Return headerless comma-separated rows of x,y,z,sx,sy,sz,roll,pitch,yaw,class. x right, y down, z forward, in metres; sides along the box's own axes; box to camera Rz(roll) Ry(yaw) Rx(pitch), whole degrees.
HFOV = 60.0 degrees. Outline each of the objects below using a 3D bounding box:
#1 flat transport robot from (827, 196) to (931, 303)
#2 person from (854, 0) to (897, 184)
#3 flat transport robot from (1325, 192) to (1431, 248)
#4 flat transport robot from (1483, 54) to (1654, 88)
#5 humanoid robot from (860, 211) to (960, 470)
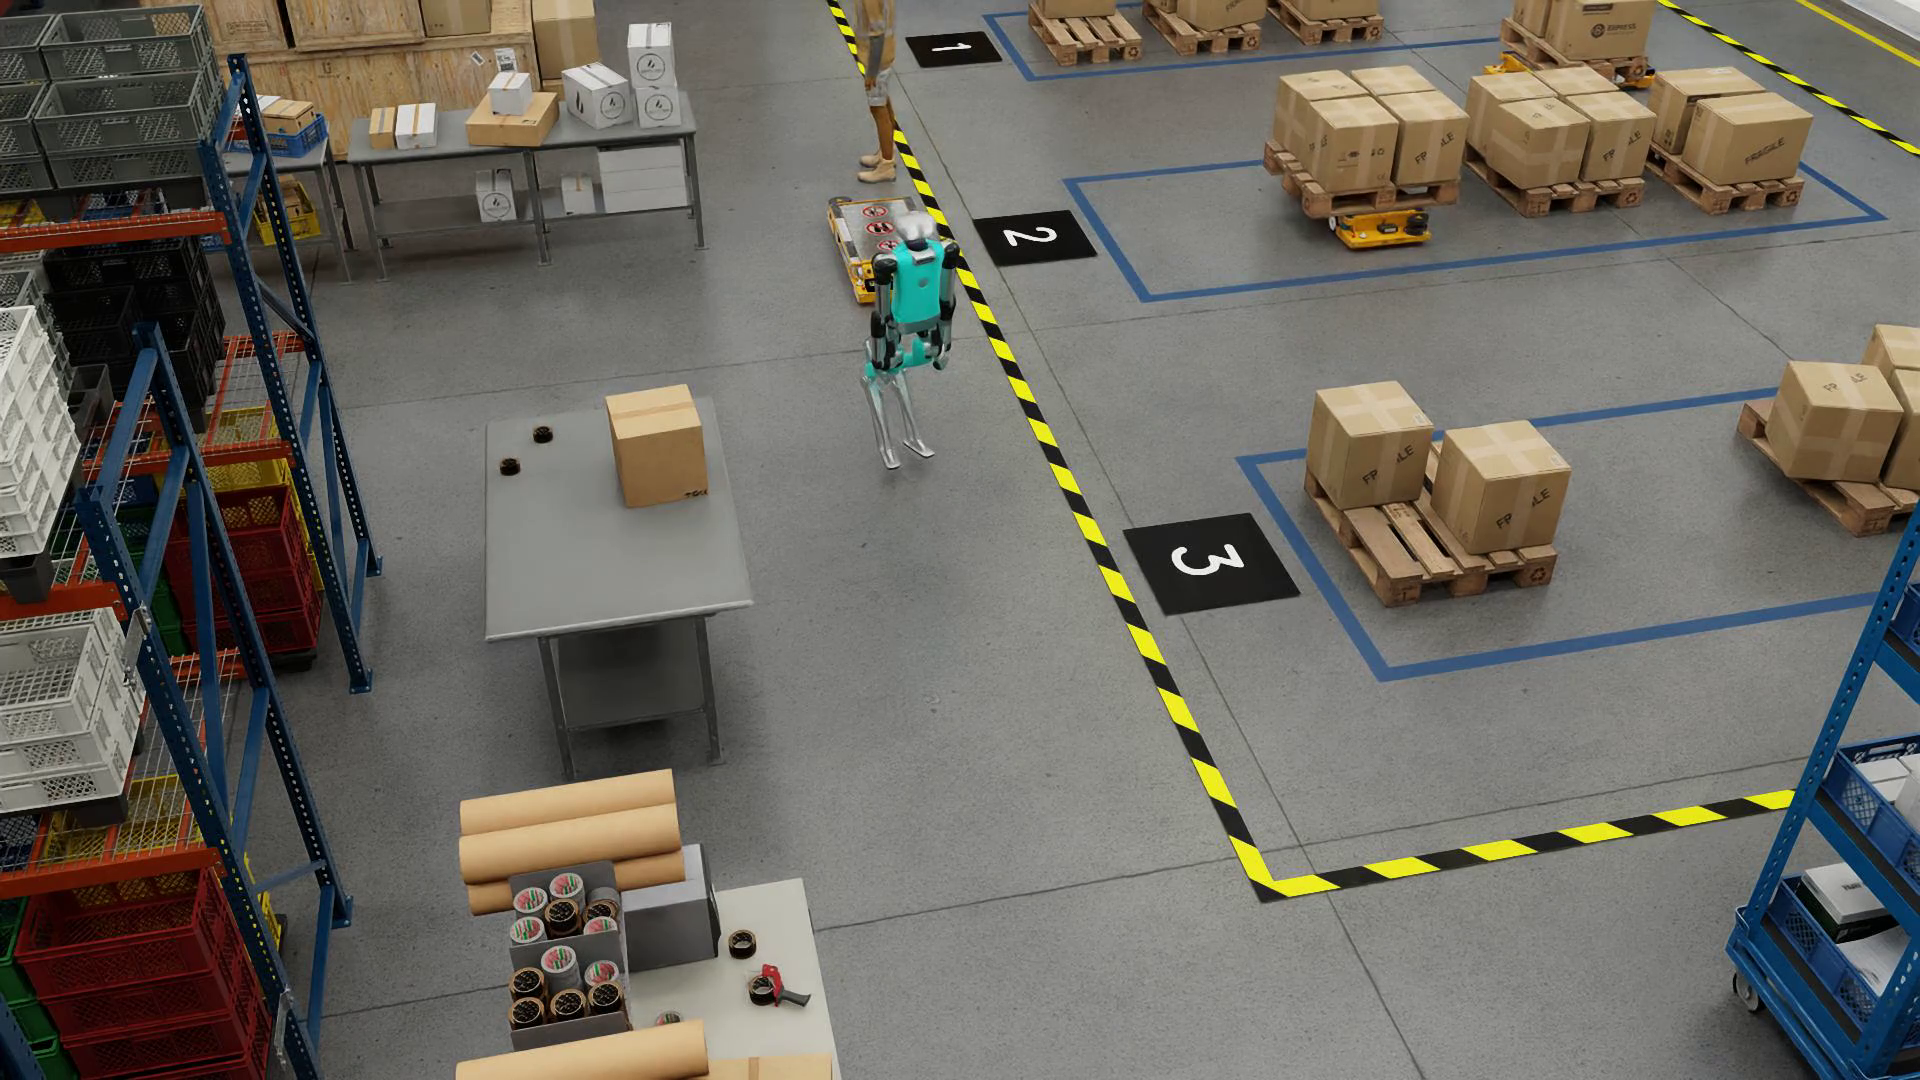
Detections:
-0.570,-2.220,12.538,0.659,0.231,1.431,-8,37,-10,flat transport robot
-0.701,-3.847,13.240,0.393,2.042,0.609,3,37,3,person
3.134,-2.740,13.213,0.652,0.197,1.431,-8,37,-10,flat transport robot
5.664,-4.356,15.385,1.431,0.197,0.652,-8,37,-10,flat transport robot
-0.369,-1.246,9.886,0.533,1.677,0.735,-18,40,-22,humanoid robot
